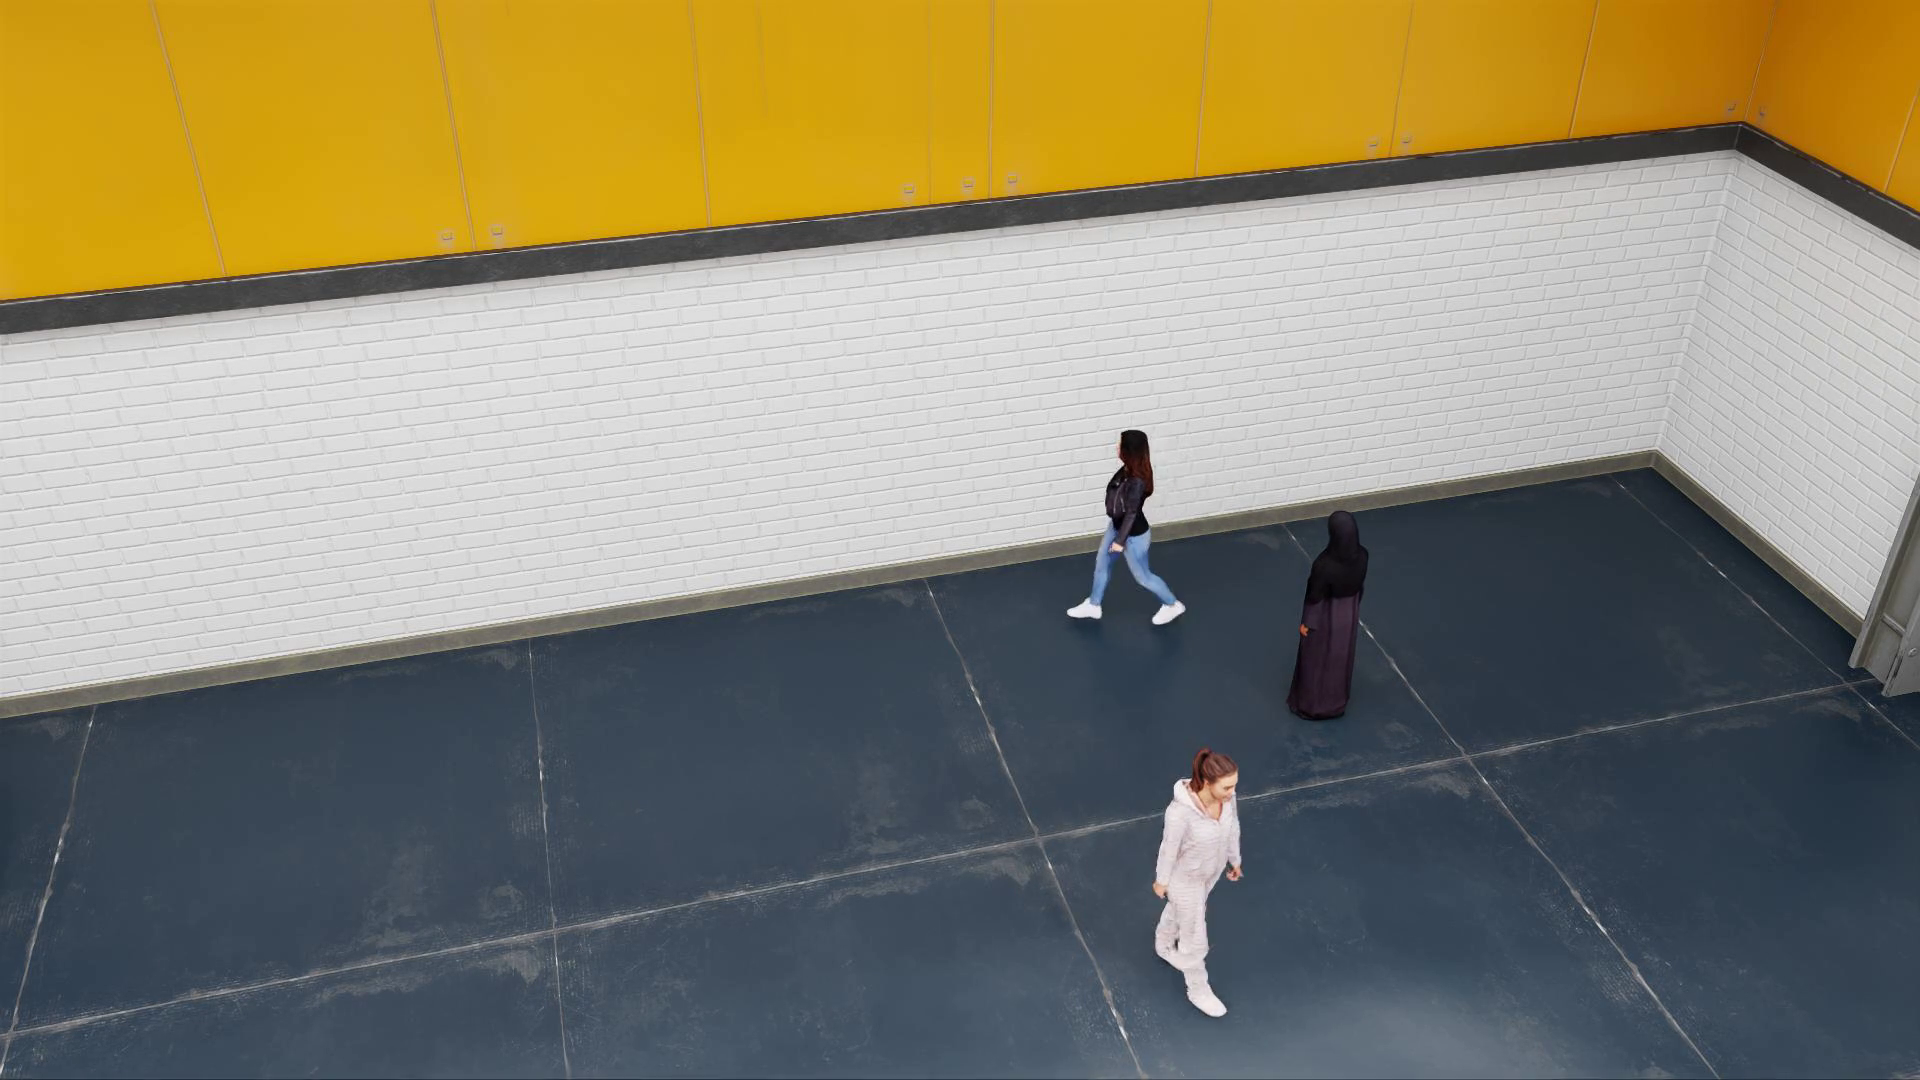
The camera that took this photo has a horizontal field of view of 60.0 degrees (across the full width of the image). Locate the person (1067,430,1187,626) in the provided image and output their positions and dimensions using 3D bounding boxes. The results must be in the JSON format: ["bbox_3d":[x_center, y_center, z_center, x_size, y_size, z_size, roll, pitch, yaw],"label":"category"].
[{"bbox_3d":[1.291,-0.042,11.931,0.854,1.599,1.082,-2,34,-3],"label":"person"}]

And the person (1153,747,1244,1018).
[{"bbox_3d":[1.219,1.763,9.160,0.862,1.660,0.987,-25,41,-33],"label":"person"}]

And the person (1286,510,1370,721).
[{"bbox_3d":[2.480,0.498,11.106,0.637,1.614,0.631,-14,36,-20],"label":"person"}]
